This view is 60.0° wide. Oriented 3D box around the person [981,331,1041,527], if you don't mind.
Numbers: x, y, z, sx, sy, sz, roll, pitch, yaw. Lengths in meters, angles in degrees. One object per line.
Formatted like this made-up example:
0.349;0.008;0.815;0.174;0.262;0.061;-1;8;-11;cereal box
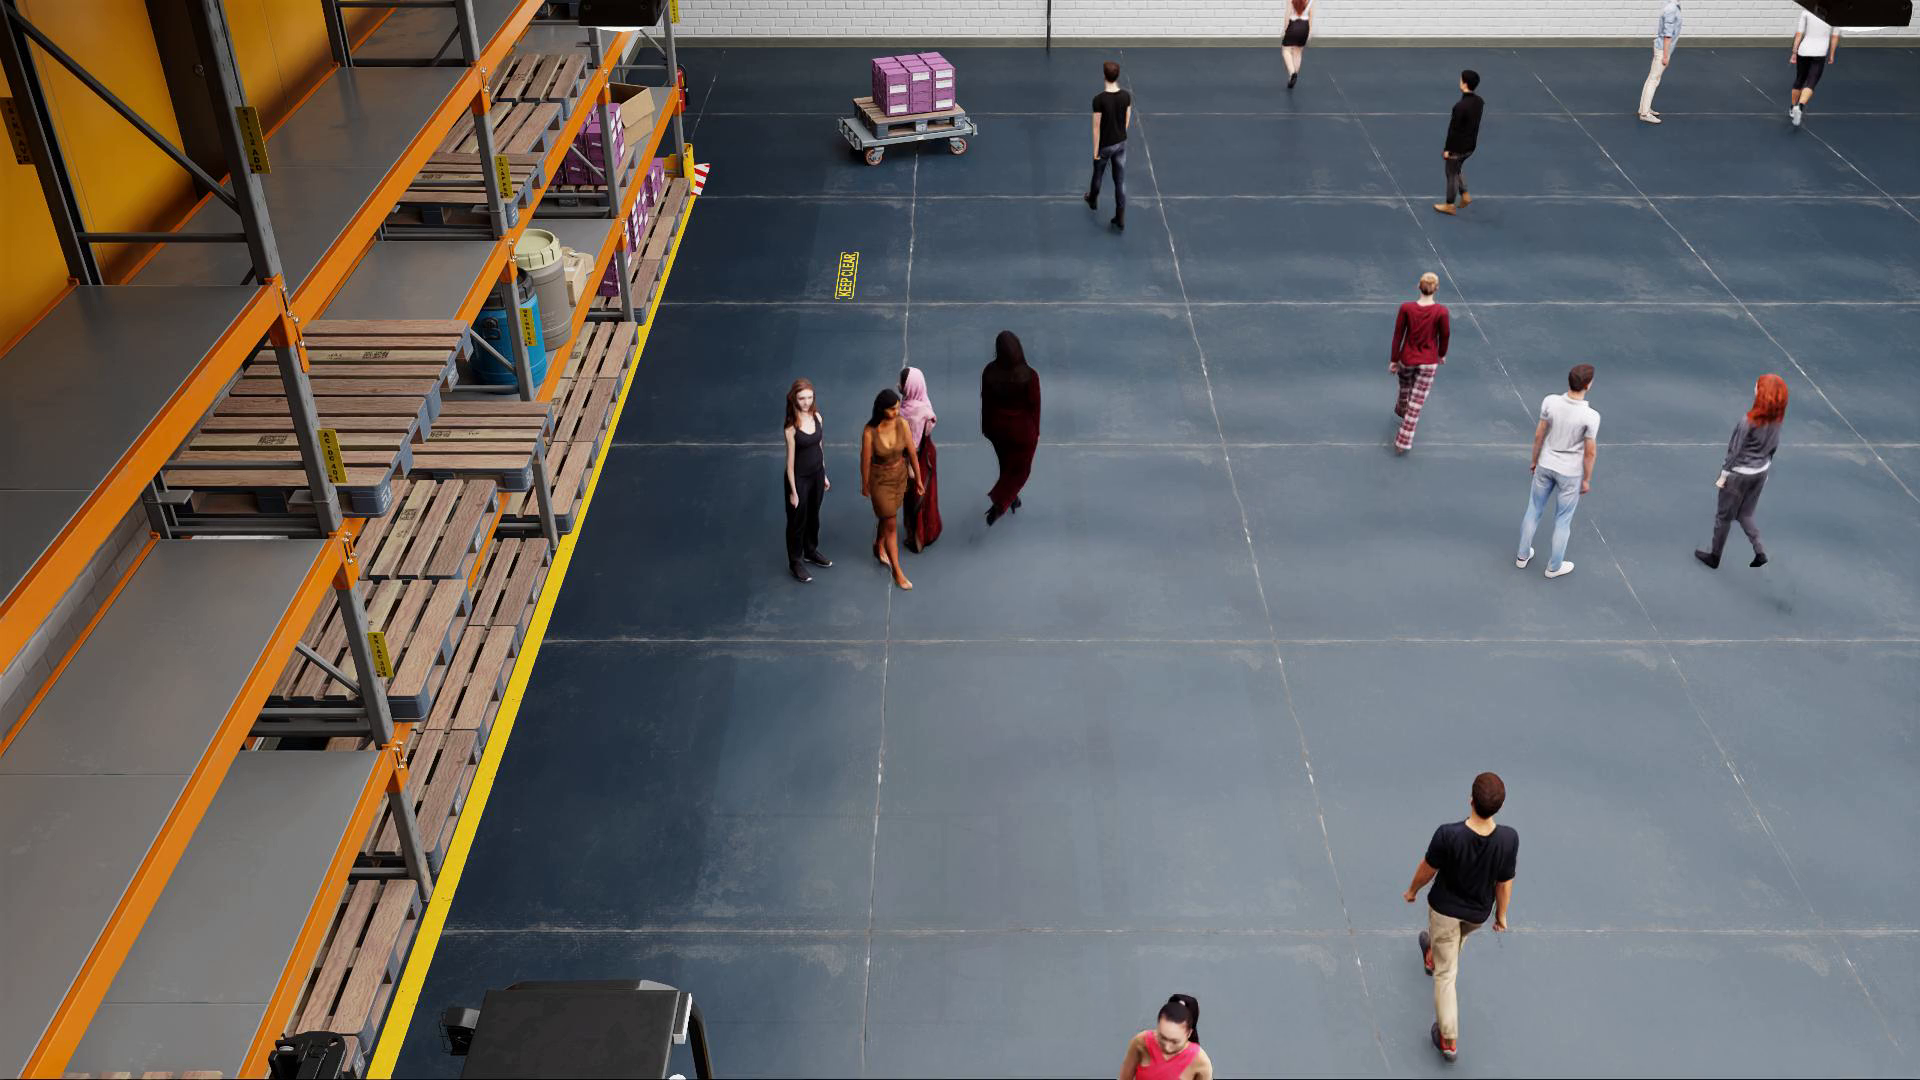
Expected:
0.377;-0.857;13.778;0.898;1.721;1.062;15;37;22;person

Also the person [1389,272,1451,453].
4.099;-1.569;14.905;0.904;1.659;1.150;14;36;20;person

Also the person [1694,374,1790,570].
6.264;-0.465;13.145;0.780;1.769;0.920;-14;36;-20;person

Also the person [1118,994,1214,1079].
1.028;2.821;8.285;0.967;1.675;1.215;17;37;24;person

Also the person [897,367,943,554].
-0.340;-0.692;13.610;0.749;1.632;0.563;3;34;4;person

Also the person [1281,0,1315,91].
4.703;-7.038;23.154;0.594;1.637;0.713;-3;34;-5;person

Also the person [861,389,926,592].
-0.610;-0.482;13.271;0.885;1.657;1.013;-21;39;-28;person

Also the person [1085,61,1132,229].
1.778;-4.503;19.146;0.903;1.850;1.295;-9;35;-13;person

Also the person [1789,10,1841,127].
11.313;-6.432;22.071;1.061;1.826;1.215;20;39;27;person

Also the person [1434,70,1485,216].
5.916;-4.617;19.438;0.809;1.718;0.861;-25;41;-32;person

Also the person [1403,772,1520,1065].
2.792;2.119;9.225;0.690;1.805;1.142;-1;34;-2;person

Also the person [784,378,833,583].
-1.247;-0.504;13.227;0.717;1.743;0.637;24;40;31;person

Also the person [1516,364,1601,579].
4.760;-0.553;13.204;0.718;1.851;0.775;28;43;36;person

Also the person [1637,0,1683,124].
9.397;-6.558;22.241;0.776;1.847;0.611;11;35;16;person
